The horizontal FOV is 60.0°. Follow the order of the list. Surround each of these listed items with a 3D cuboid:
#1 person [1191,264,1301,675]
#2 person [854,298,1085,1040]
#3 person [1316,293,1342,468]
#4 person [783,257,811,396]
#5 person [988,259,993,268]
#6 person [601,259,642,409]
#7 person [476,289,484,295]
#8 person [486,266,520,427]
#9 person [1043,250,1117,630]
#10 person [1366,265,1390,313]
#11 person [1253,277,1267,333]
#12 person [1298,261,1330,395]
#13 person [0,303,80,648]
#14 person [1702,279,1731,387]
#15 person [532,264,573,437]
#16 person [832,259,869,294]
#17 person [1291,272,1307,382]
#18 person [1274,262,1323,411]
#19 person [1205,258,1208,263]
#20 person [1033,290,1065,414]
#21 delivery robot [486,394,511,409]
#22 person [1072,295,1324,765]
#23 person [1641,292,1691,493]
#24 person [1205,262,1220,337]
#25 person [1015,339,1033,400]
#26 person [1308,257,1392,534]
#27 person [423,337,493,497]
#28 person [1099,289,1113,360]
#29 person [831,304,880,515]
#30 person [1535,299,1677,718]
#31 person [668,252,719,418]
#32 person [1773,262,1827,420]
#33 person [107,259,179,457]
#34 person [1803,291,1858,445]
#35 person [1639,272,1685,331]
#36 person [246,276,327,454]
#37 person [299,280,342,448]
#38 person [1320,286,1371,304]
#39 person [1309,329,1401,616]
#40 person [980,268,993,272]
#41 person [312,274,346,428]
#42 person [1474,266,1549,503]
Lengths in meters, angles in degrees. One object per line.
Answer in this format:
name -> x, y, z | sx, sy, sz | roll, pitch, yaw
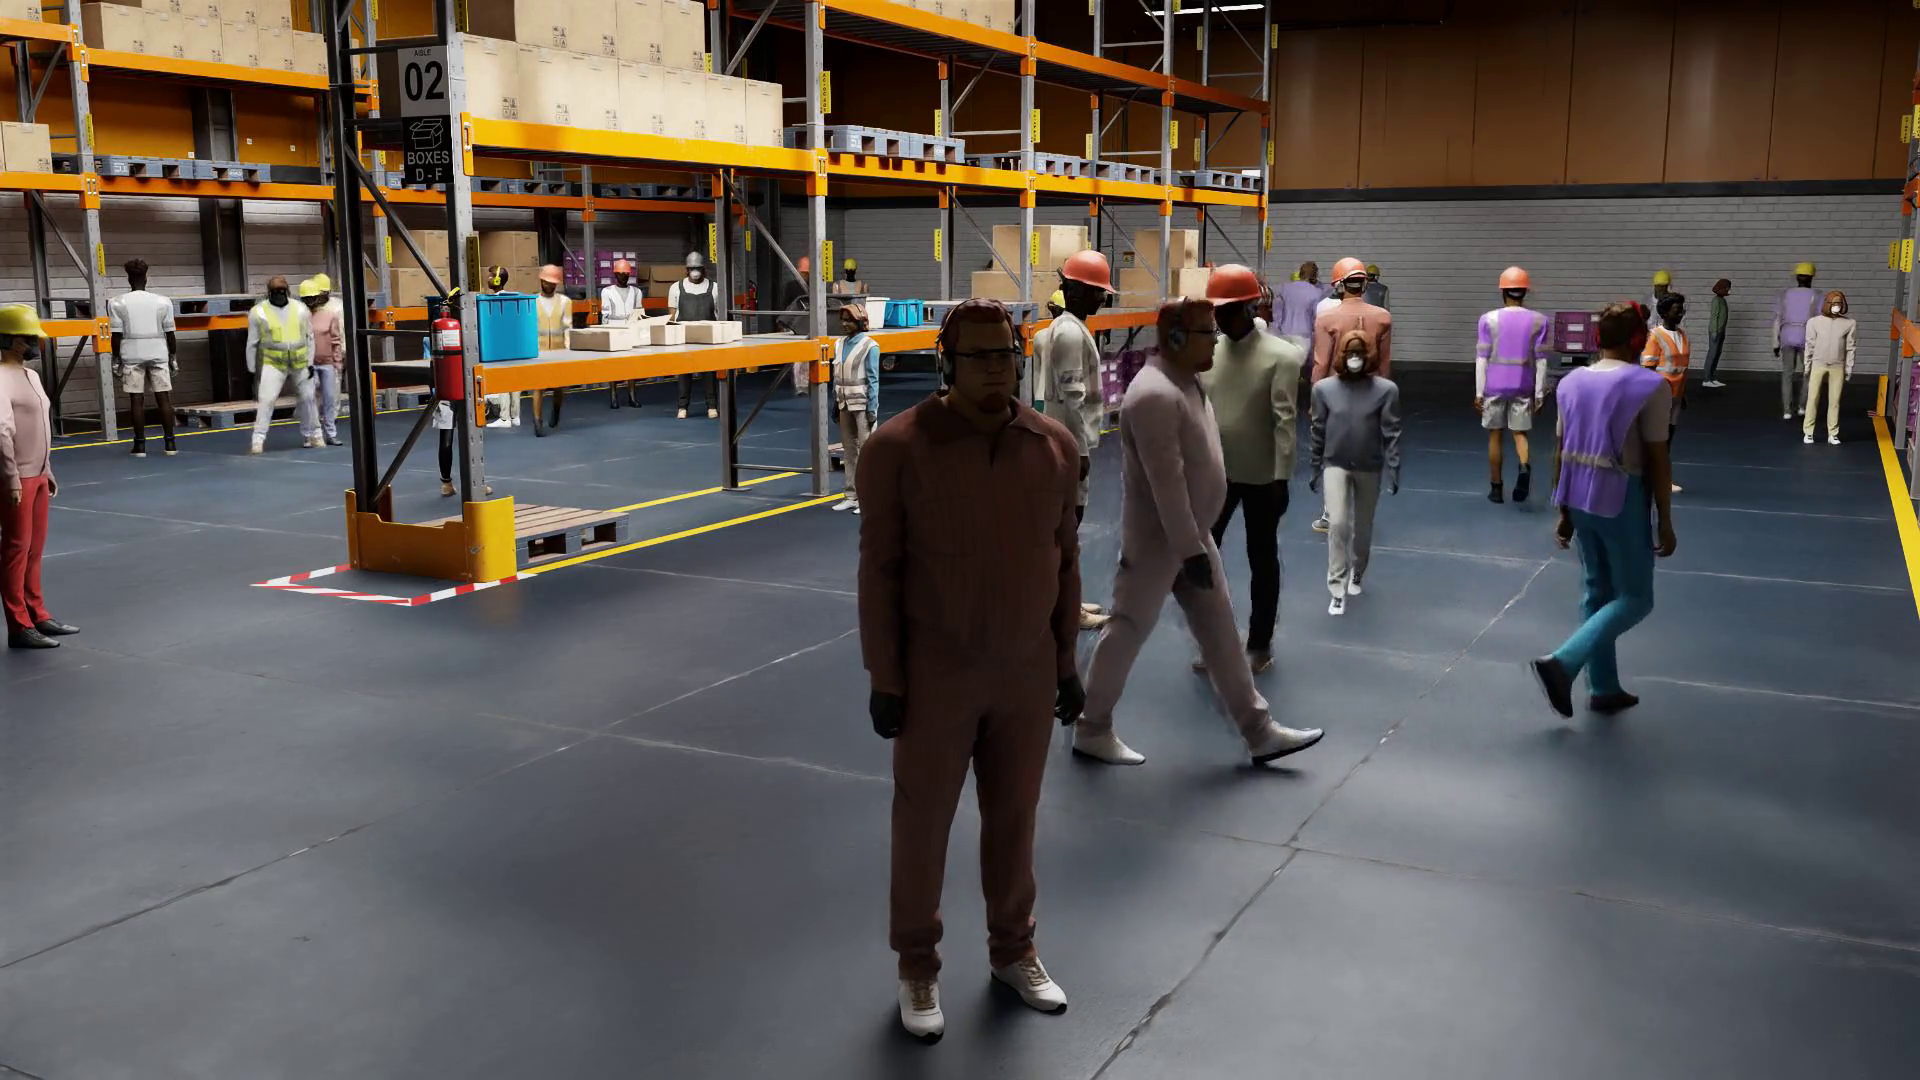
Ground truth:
person -> 1.330, -0.311, 7.903 | 0.633, 1.967, 0.583 | 7, 12, 35
person -> 0.051, 0.329, 4.360 | 0.643, 1.909, 0.410 | -5, 11, -25
person -> 3.550, -1.606, 15.528 | 0.386, 1.918, 0.595 | -6, 11, -30
person -> -2.166, -3.010, 23.530 | 0.641, 1.950, 0.911 | -2, 10, -12
person -> 0.595, -3.808, 28.288 | 0.642, 1.908, 0.813 | -4, 11, -23
person -> -4.394, -2.685, 21.707 | 0.544, 1.942, 0.347 | -5, 11, -26
person -> -6.049, -2.333, 20.563 | 0.609, 1.620, 0.372 | 6, 12, 33
person -> -5.337, -2.241, 19.333 | 0.322, 1.875, 0.531 | 3, 10, 16
person -> 0.640, -0.537, 9.004 | 0.391, 2.034, 0.605 | 0, 10, -1
person -> 6.690, -3.556, 27.086 | 0.587, 1.826, 0.404 | 3, 10, 16
person -> 2.359, -1.307, 14.083 | 0.952, 1.829, 0.535 | -8, 13, -39
person -> 4.632, -2.756, 22.209 | 0.649, 1.912, 0.409 | 2, 10, 14
person -> -4.815, -0.330, 8.583 | 0.311, 1.768, 0.524 | -2, 10, -10
person -> 11.476, -3.126, 25.180 | 0.266, 1.628, 0.501 | 8, 13, 38
person -> -4.609, -2.122, 18.551 | 0.560, 1.911, 0.736 | -4, 11, -21
person -> -1.740, -3.502, 26.469 | 0.587, 1.930, 0.363 | -2, 10, -9
person -> 5.205, -3.300, 25.894 | 0.370, 1.719, 0.589 | 9, 13, 42
person -> 4.342, -2.582, 21.207 | 0.634, 1.905, 0.649 | -8, 13, -40
person -> 3.847, -3.545, 26.517 | 0.610, 2.004, 0.684 | 5, 11, 29
person -> 0.765, -1.046, 12.761 | 0.341, 1.761, 0.529 | -9, 13, -42
delivery robot -> -5.777, -1.809, 20.373 | 0.477, 0.478, 0.707 | 9, 13, 41
person -> 0.890, -0.005, 6.443 | 0.994, 1.856, 0.647 | 5, 11, 25
person -> 5.902, -1.220, 13.932 | 0.538, 1.696, 0.317 | -6, 11, -31
person -> 3.911, -3.393, 25.974 | 0.349, 1.881, 0.577 | -4, 11, -22
person -> 0.744, -2.720, 22.178 | 0.557, 1.848, 1.018 | 8, 13, 40
person -> 2.799, -1.031, 11.994 | 0.611, 1.988, 0.391 | -3, 10, -15
person -> -4.159, -1.193, 13.779 | 0.532, 1.696, 0.319 | 1, 10, 5
person -> 1.791, -2.857, 23.011 | 0.620, 1.838, 0.429 | 2, 10, 10
person -> -0.802, -1.015, 12.942 | 0.313, 1.633, 0.511 | -9, 13, -41
person -> 2.770, -0.118, 7.164 | 0.659, 1.826, 0.579 | -5, 11, -25
person -> -3.216, -2.502, 20.357 | 0.682, 2.000, 0.537 | -2, 10, -10
person -> 10.226, -2.414, 20.213 | 0.612, 1.907, 0.650 | 9, 13, 41
person -> -8.123, -1.809, 16.566 | 0.612, 1.962, 0.363 | -7, 12, -34
person -> 9.195, -1.817, 17.605 | 0.492, 1.625, 0.282 | 4, 10, 20
person -> 8.874, -2.516, 21.196 | 0.609, 1.779, 0.944 | 7, 12, 34
person -> -6.948, -1.788, 16.995 | 0.782, 1.794, 0.539 | -6, 11, -31
person -> -6.685, -1.821, 17.272 | 0.521, 1.737, 0.461 | -5, 11, -27
person -> 4.789, -2.484, 20.697 | 0.642, 1.901, 0.998 | 3, 10, 19
person -> 2.268, -0.413, 9.565 | 0.512, 1.606, 0.800 | 2, 10, 14
person -> 0.337, -2.348, 20.035 | 0.341, 1.845, 0.511 | -1, 10, -4
person -> -7.340, -2.175, 19.237 | 0.627, 1.784, 0.567 | -3, 10, -15
person -> 4.397, -1.217, 13.277 | 0.548, 1.920, 0.671 | 1, 10, 7
